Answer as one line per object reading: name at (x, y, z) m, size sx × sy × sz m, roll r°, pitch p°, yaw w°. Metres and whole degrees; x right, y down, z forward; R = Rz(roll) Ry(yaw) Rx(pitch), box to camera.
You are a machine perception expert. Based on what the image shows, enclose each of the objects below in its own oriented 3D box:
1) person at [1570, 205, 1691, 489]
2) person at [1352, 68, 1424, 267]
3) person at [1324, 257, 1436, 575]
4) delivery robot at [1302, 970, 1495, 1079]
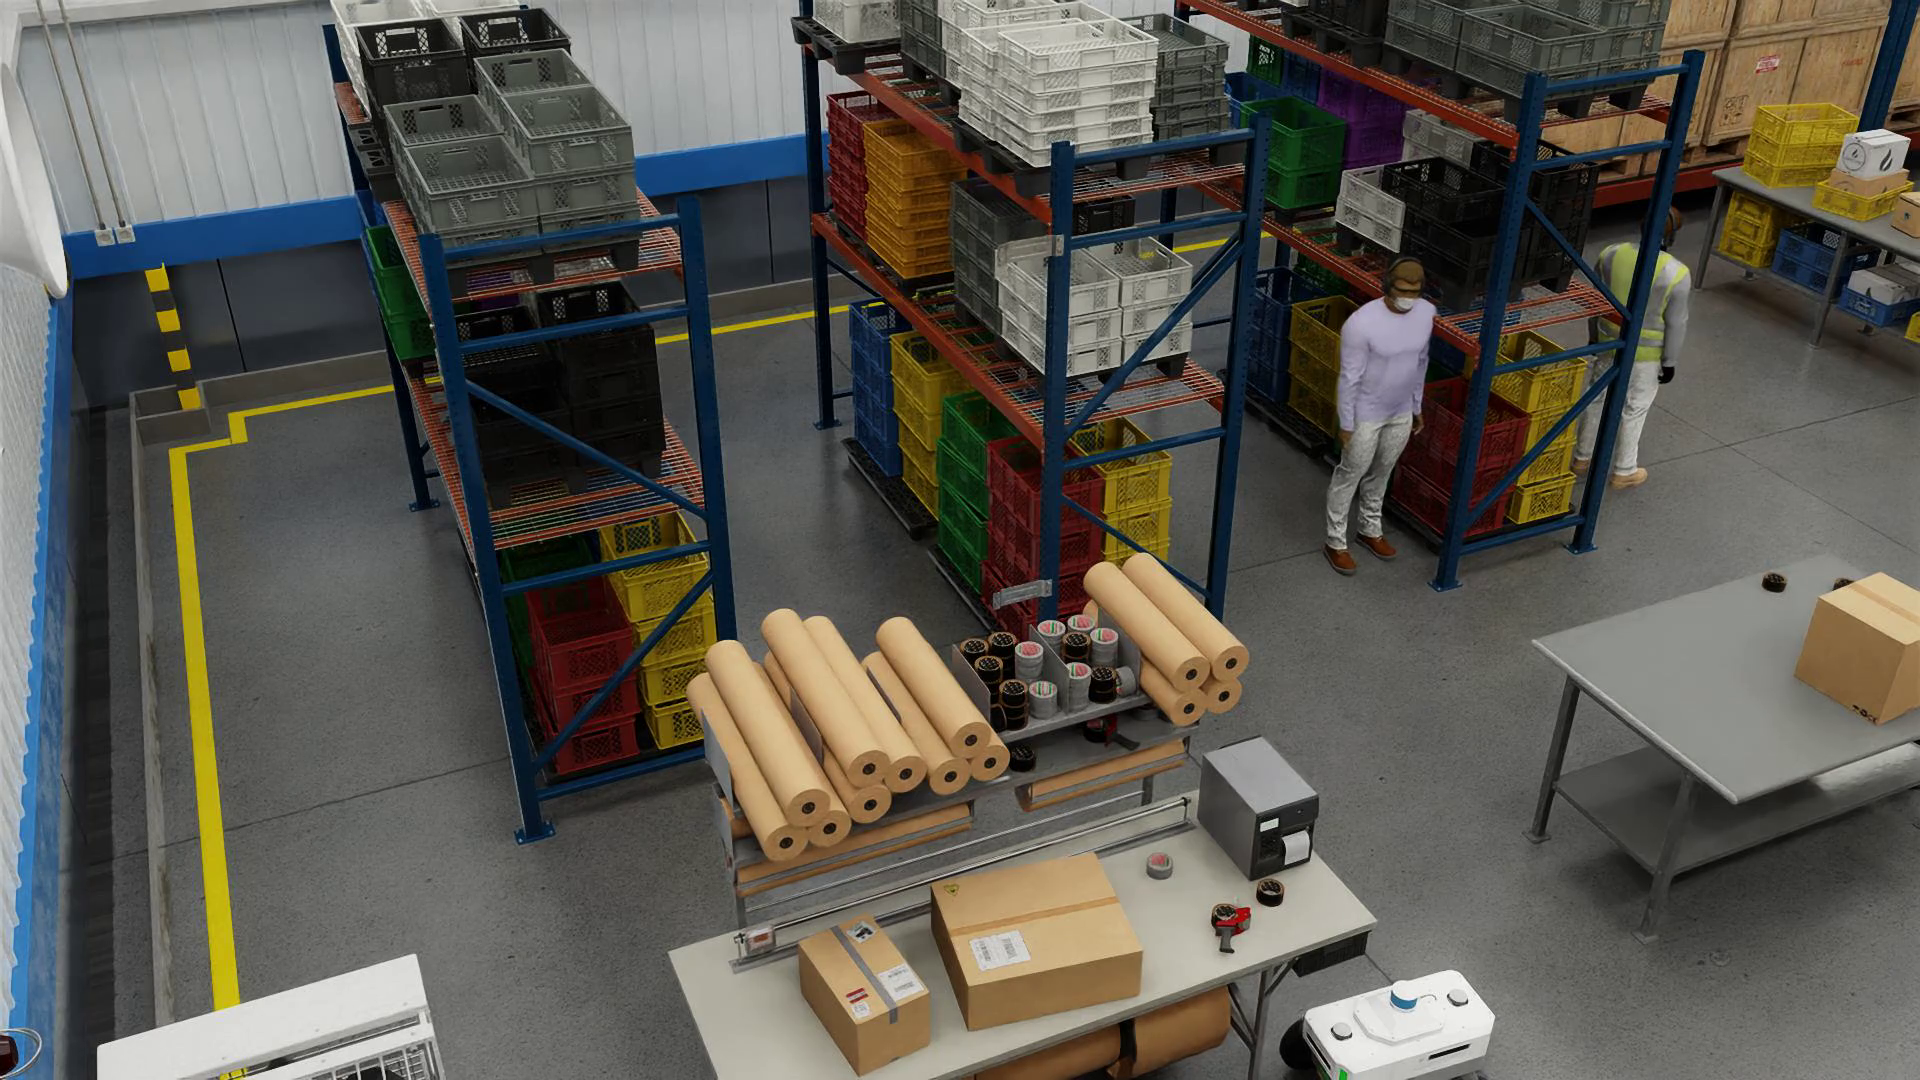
person at (4.220, -1.210, 10.423) m, size 0.429 × 1.843 × 0.633 m, roll -23°, pitch 39°, yaw -33°
person at (3.412, -3.045, 13.398) m, size 0.372 × 1.860 × 0.750 m, roll -11°, pitch 33°, yaw -17°
person at (2.412, -0.726, 9.550) m, size 0.627 × 1.935 × 0.372 m, roll -15°, pitch 35°, yaw -23°
delivery robot at (1.702, 1.920, 6.471) m, size 0.707 × 0.478 × 0.477 m, roll -10°, pitch 33°, yaw -16°
